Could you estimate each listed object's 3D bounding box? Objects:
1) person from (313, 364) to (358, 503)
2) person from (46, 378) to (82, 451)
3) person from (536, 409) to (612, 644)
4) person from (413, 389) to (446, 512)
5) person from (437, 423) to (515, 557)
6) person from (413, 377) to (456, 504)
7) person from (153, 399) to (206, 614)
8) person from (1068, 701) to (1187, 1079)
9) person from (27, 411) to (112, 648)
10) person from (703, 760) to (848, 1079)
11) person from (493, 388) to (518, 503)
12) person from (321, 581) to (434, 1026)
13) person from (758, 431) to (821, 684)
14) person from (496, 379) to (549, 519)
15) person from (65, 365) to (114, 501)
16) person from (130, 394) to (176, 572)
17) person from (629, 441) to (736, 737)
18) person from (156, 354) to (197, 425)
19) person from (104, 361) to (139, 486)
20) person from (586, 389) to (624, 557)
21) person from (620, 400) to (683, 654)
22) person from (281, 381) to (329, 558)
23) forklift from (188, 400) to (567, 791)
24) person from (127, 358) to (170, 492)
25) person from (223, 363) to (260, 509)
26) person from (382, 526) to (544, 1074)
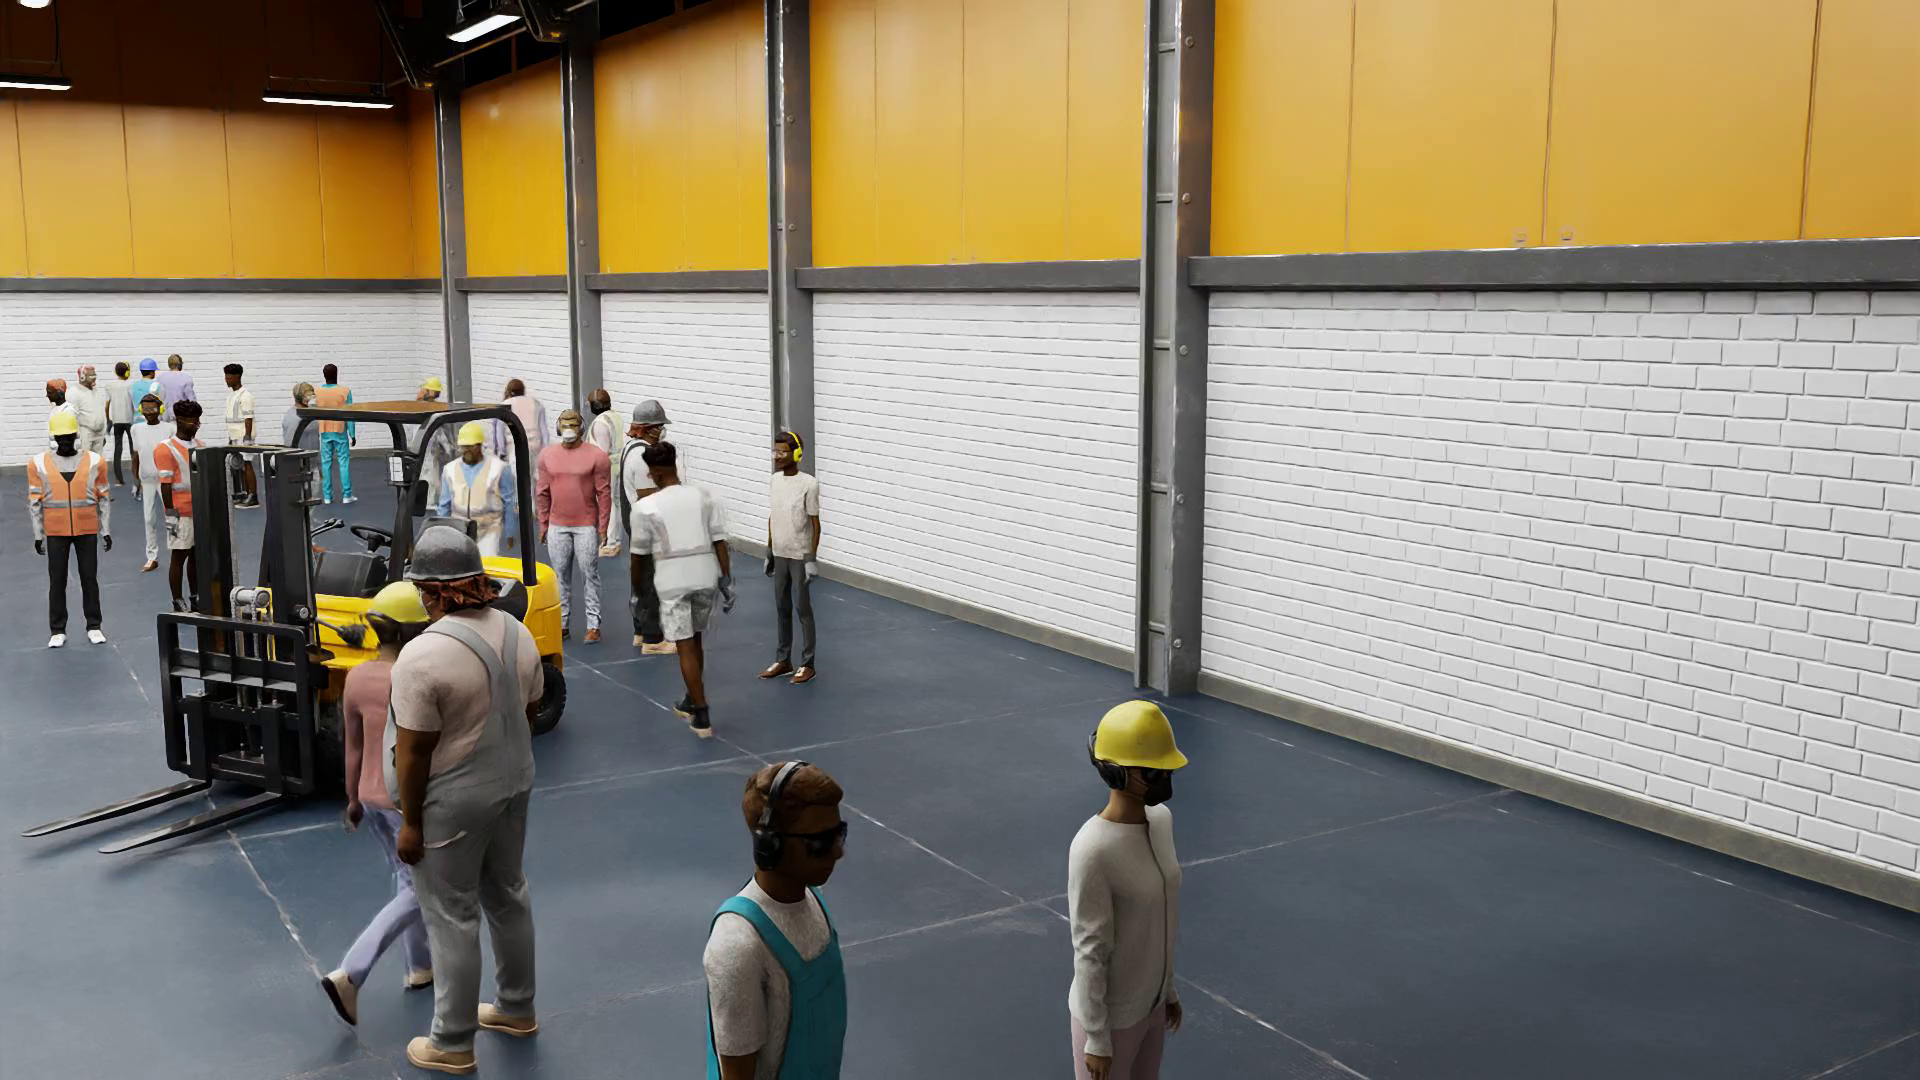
[{"bbox_3d":[-8.599,-1.456,22.825,0.587,1.920,0.391,-1,8,-5],"label":"person"},{"bbox_3d":[-10.661,-0.986,19.810,0.360,1.879,0.582,-7,11,-41],"label":"person"},{"bbox_3d":[-3.177,-0.108,13.675,0.634,1.940,0.367,1,8,6],"label":"person"},{"bbox_3d":[-7.067,-1.195,22.061,0.365,1.621,0.524,-2,9,-11],"label":"person"},{"bbox_3d":[-4.089,-0.074,13.933,0.613,1.786,0.908,1,8,4],"label":"person"},{"bbox_3d":[-7.073,-1.328,22.550,0.796,1.737,0.532,3,9,22],"label":"person"},{"bbox_3d":[-6.784,-0.261,14.638,0.374,1.959,0.603,2,9,10],"label":"person"},{"bbox_3d":[0.477,1.314,4.668,0.308,1.769,0.525,5,10,30],"label":"person"},{"bbox_3d":[-7.251,-0.090,13.588,0.589,1.928,0.386,-5,10,-29],"label":"person"},{"bbox_3d":[-0.411,1.401,3.823,0.325,1.842,0.517,2,9,13],"label":"person"},{"bbox_3d":[-6.148,-1.302,22.767,0.531,1.619,0.486,-5,10,-33],"label":"person"},{"bbox_3d":[-2.273,1.034,6.622,0.517,1.736,0.718,6,10,33],"label":"person"},{"bbox_3d":[-1.257,0.127,12.316,0.518,1.874,0.327,7,11,37],"label":"person"},{"bbox_3d":[-5.577,-1.159,21.283,0.634,1.801,0.893,-6,10,-36],"label":"person"},{"bbox_3d":[-11.937,-1.443,22.820,0.400,1.902,0.650,1,9,9],"label":"person"},{"bbox_3d":[-8.299,-0.589,17.209,0.510,1.859,0.341,0,8,-2],"label":"person"},{"bbox_3d":[-1.853,0.309,10.972,0.629,1.901,0.819,-5,10,-29],"label":"person"},{"bbox_3d":[-12.222,-1.939,26.016,0.632,1.940,0.372,1,9,8],"label":"person"},{"bbox_3d":[-12.526,-1.743,24.935,0.533,1.868,0.316,-1,9,-7],"label":"person"},{"bbox_3d":[-3.905,-0.736,18.254,0.430,1.838,0.619,1,8,4],"label":"person"},{"bbox_3d":[-2.448,-0.115,13.379,0.539,2.000,0.689,-3,9,-20],"label":"person"},{"bbox_3d":[-7.154,-0.761,18.126,0.372,1.932,0.624,0,8,1],"label":"person"},{"bbox_3d":[-3.529,0.258,10.348,1.214,2.155,2.313,4,9,25],"label":"forklift"},{"bbox_3d":[-11.712,-1.654,24.061,0.608,1.946,0.405,2,9,10],"label":"person"},{"bbox_3d":[-9.652,-1.398,22.315,0.376,1.957,0.607,-7,11,-40],"label":"person"},{"bbox_3d":[-1.892,0.941,6.258,0.538,2.000,0.683,4,9,23],"label":"person"}]
